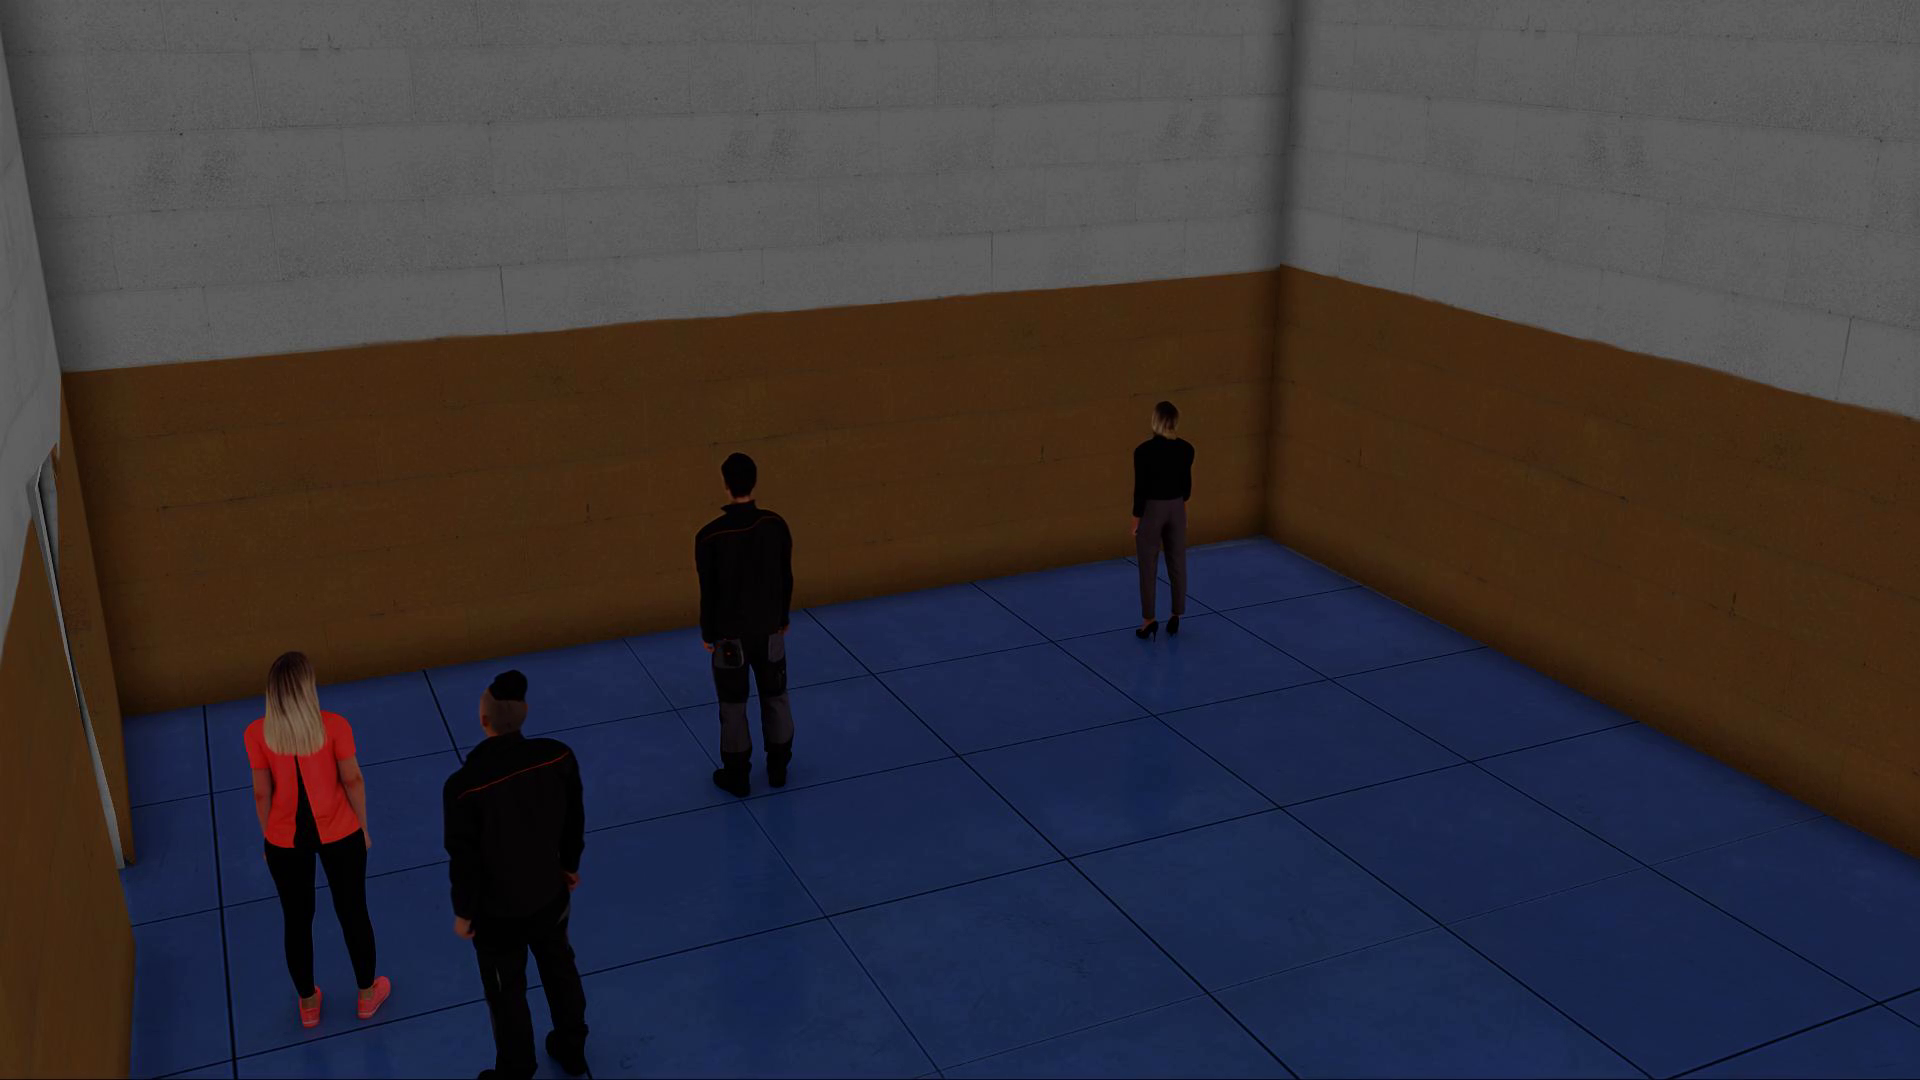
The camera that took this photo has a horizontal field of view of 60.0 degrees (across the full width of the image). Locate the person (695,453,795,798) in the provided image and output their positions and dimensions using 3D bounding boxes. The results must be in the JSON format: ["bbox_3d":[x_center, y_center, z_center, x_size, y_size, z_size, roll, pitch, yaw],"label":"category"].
[{"bbox_3d":[-1.166,0.458,9.117,0.535,1.946,0.765,-10,21,-27],"label":"person"}]

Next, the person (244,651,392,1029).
[{"bbox_3d":[-2.759,1.273,7.096,0.542,1.693,0.701,-4,19,-11],"label":"person"}]

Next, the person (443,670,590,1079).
[{"bbox_3d":[-1.738,1.353,6.560,0.904,1.860,0.718,16,25,40],"label":"person"}]

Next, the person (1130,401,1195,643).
[{"bbox_3d":[1.369,-0.124,11.274,0.495,1.672,0.672,-6,20,-18],"label":"person"}]
